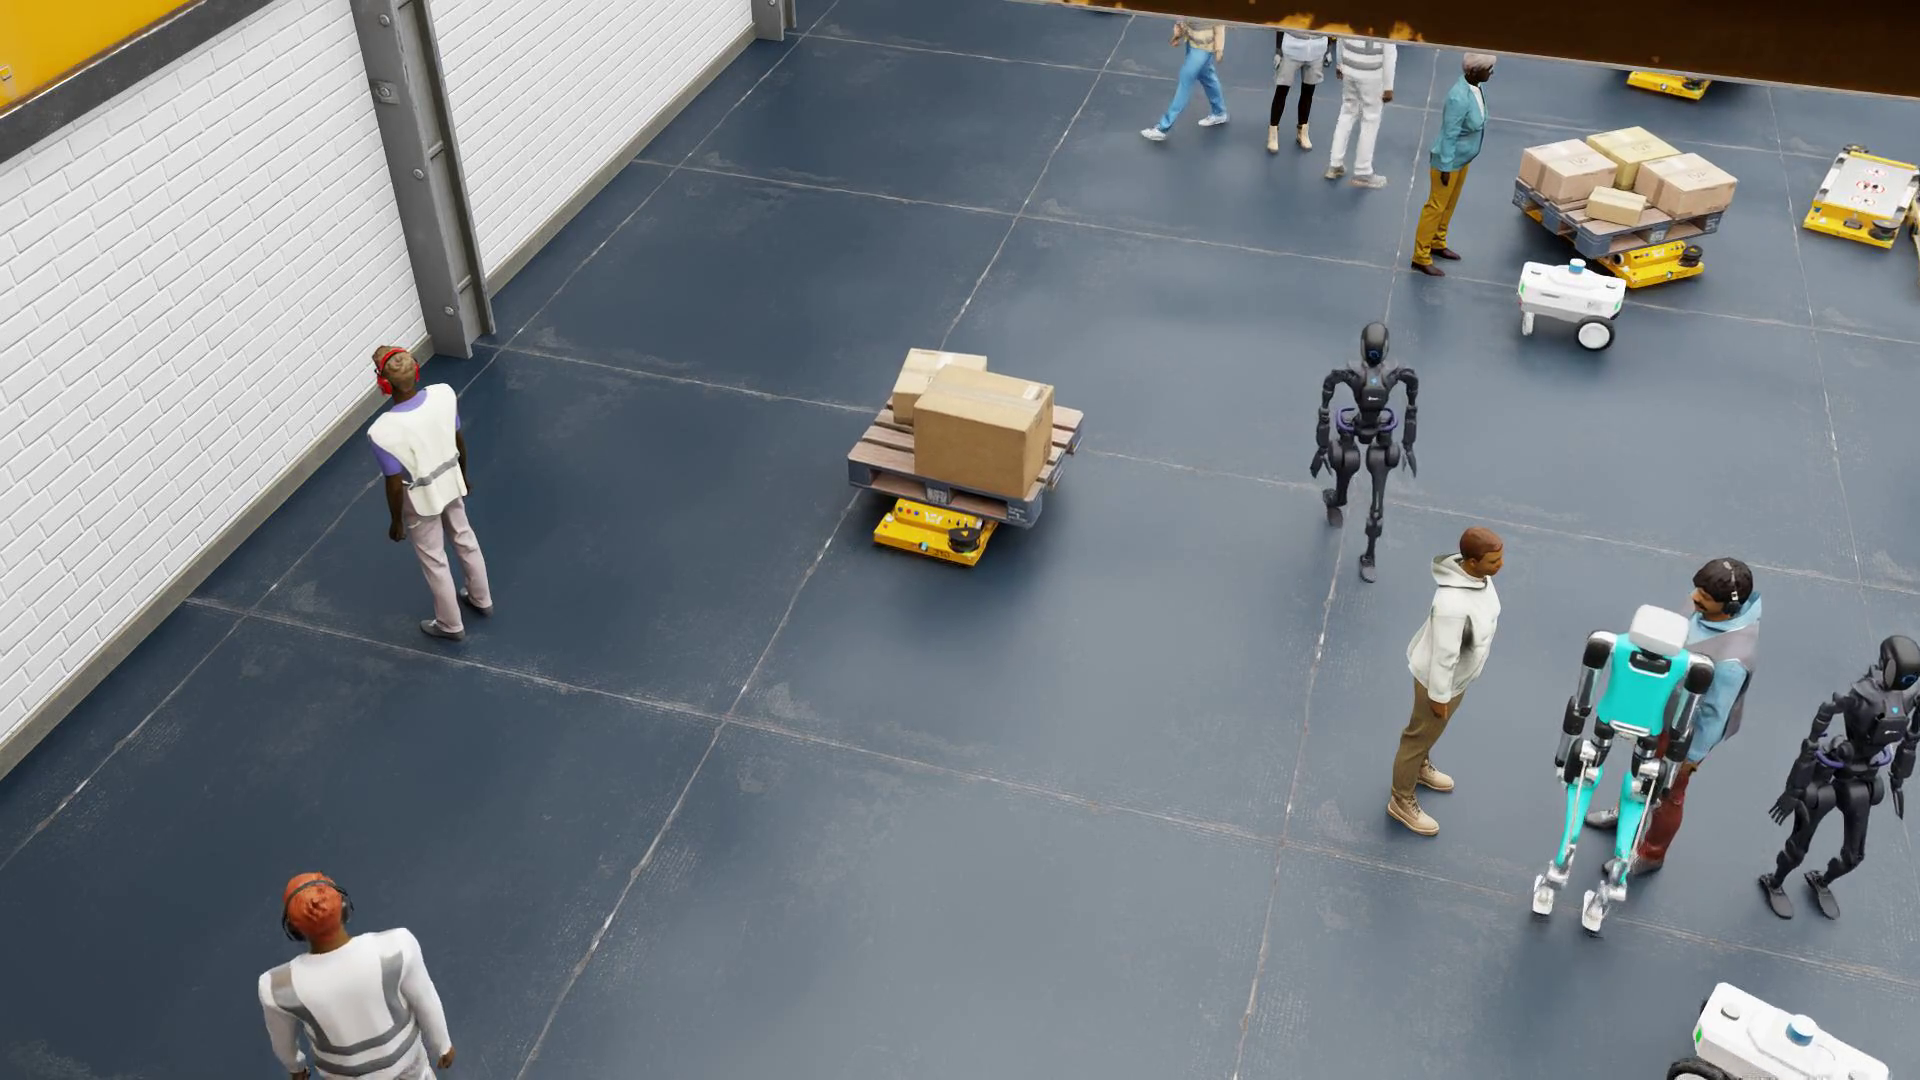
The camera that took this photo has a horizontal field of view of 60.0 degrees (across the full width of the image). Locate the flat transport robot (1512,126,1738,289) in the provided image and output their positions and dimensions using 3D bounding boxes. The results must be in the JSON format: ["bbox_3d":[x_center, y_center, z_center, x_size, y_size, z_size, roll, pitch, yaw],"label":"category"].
[{"bbox_3d":[5.085,-2.430,13.027,0.659,0.231,1.431,-14,41,-16],"label":"flat transport robot"}]

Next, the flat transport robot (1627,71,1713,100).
[{"bbox_3d":[6.829,-4.534,15.644,0.659,0.231,1.431,23,44,26],"label":"flat transport robot"}]

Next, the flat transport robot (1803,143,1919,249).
[{"bbox_3d":[7.352,-2.798,13.485,0.659,0.231,1.431,23,44,25],"label":"flat transport robot"}]

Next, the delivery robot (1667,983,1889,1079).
[{"bbox_3d":[3.458,2.209,7.009,0.756,0.571,0.499,26,46,29],"label":"delivery robot"}]

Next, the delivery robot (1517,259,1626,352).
[{"bbox_3d":[4.380,-1.727,11.913,0.750,0.580,0.518,15,41,18],"label":"delivery robot"}]

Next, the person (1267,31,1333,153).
[{"bbox_3d":[2.875,-4.082,13.940,0.535,1.696,0.322,-3,39,-4],"label":"person"}]

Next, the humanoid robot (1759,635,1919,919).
[{"bbox_3d":[3.997,1.092,7.522,0.593,1.660,0.333,-4,39,-4],"label":"humanoid robot"}]

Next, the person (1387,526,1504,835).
[{"bbox_3d":[2.322,0.643,8.009,0.373,1.767,0.517,18,42,22],"label":"person"}]

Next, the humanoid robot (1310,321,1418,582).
[{"bbox_3d":[2.355,-0.594,9.642,0.616,1.629,0.671,3,39,3],"label":"humanoid robot"}]

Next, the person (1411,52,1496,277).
[{"bbox_3d":[3.667,-2.813,12.324,0.344,1.749,0.528,23,44,26],"label":"person"}]

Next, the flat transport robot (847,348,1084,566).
[{"bbox_3d":[0.038,-0.390,10.490,0.659,0.231,1.431,14,41,17],"label":"flat transport robot"}]

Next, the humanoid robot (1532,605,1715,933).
[{"bbox_3d":[2.887,1.124,7.381,0.533,1.731,0.694,15,41,17],"label":"humanoid robot"}]

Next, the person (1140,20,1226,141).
[{"bbox_3d":[1.985,-4.255,14.175,0.927,1.669,0.495,-12,40,-15],"label":"person"}]

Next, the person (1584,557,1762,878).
[{"bbox_3d":[3.360,0.822,7.705,0.418,1.870,0.542,0,39,1],"label":"person"}]

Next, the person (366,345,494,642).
[{"bbox_3d":[-2.870,-0.233,9.036,0.376,1.843,0.571,20,43,24],"label":"person"}]

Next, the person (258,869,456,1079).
[{"bbox_3d":[-2.291,1.891,6.386,0.603,1.848,0.802,-17,42,-20],"label":"person"}]

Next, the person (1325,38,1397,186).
[{"bbox_3d":[3.253,-3.754,13.410,0.355,1.867,0.640,-24,45,-27],"label":"person"}]

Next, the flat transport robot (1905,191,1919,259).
[{"bbox_3d":[7.730,-2.243,12.794,0.659,0.231,1.431,10,40,13],"label":"flat transport robot"}]
